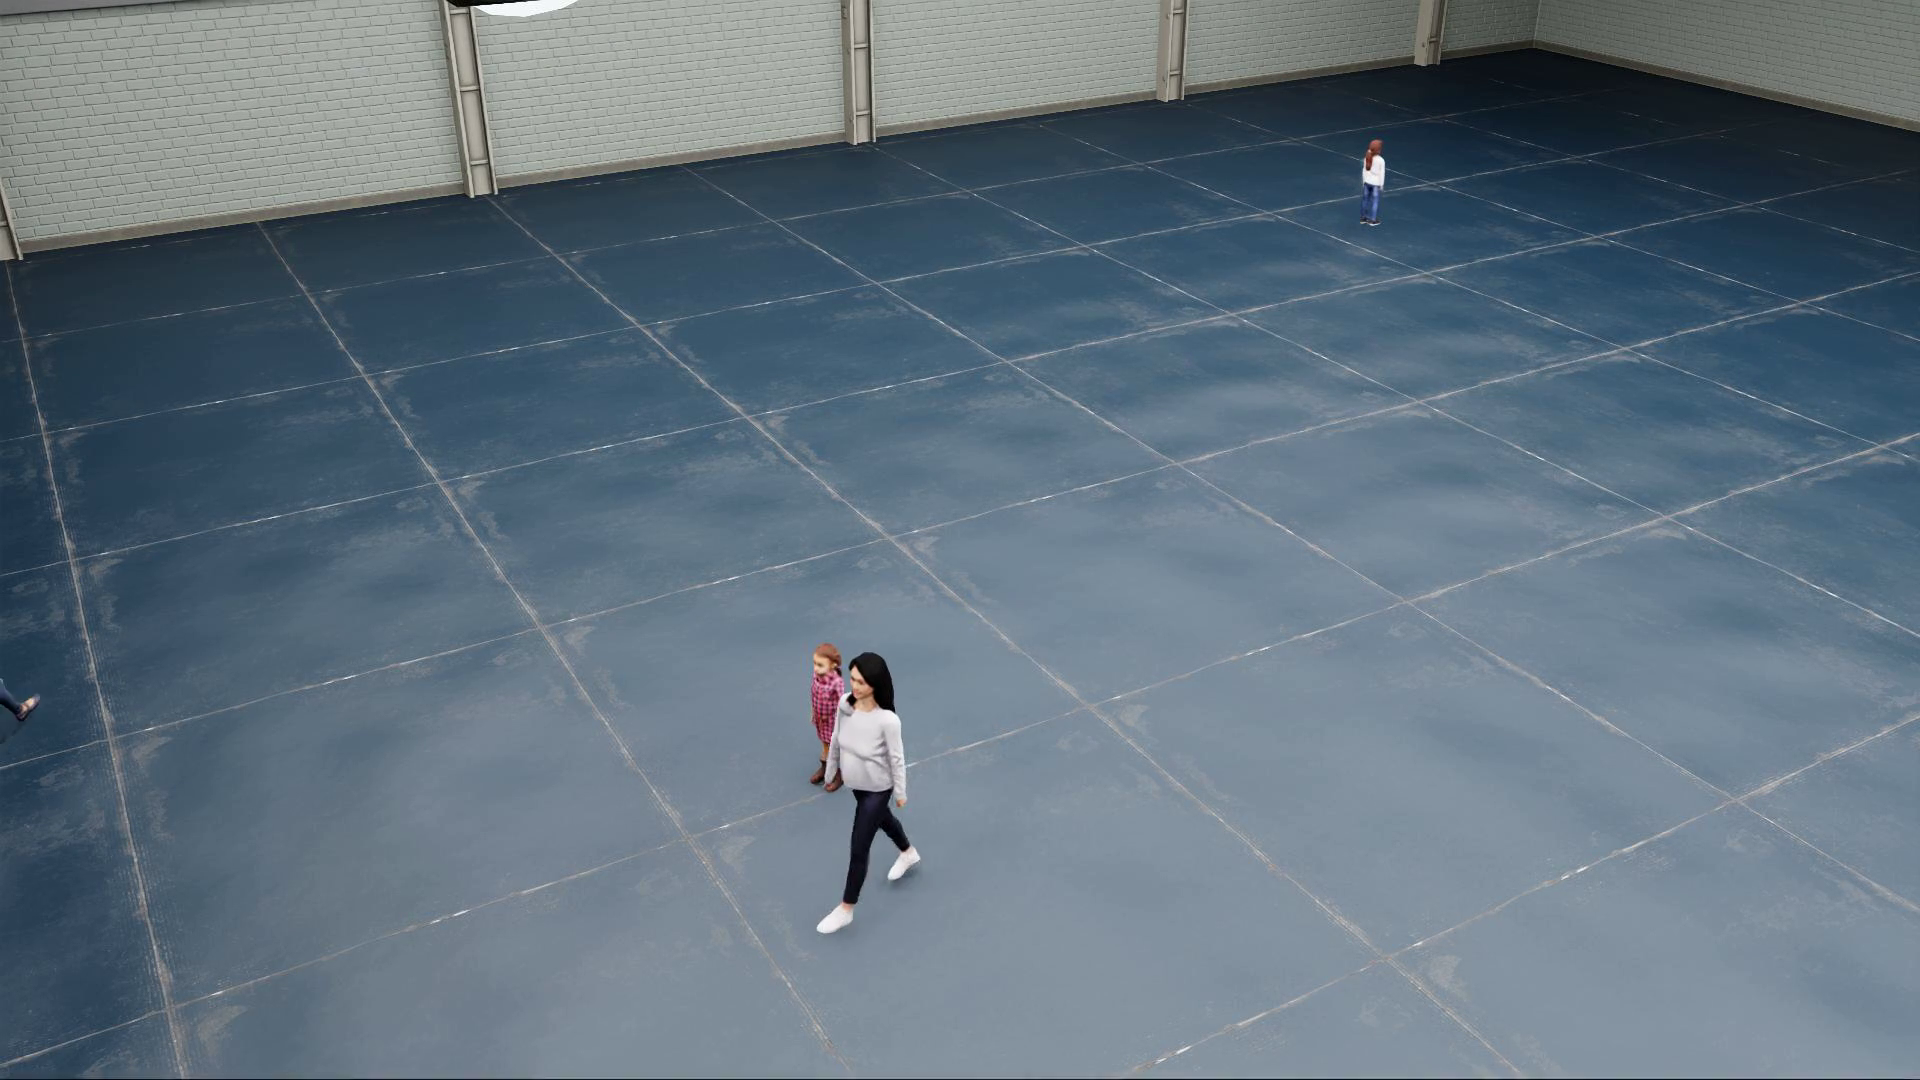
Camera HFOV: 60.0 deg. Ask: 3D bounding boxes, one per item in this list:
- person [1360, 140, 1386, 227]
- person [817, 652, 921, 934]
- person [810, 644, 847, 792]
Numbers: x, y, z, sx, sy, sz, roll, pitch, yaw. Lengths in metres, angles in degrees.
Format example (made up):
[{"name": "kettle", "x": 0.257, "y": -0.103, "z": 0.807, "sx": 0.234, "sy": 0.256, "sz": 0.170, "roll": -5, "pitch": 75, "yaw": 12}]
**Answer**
[{"name": "person", "x": 5.441, "y": -4.724, "z": 21.917, "sx": 0.506, "sy": 1.112, "sz": 0.538, "roll": 21, "pitch": 34, "yaw": 35}, {"name": "person", "x": -0.456, "y": 1.364, "z": 9.501, "sx": 0.853, "sy": 1.656, "sz": 1.181, "roll": 22, "pitch": 35, "yaw": 36}, {"name": "person", "x": -0.830, "y": 1.119, "z": 10.670, "sx": 0.486, "sy": 1.021, "sz": 0.510, "roll": 21, "pitch": 34, "yaw": 35}]
